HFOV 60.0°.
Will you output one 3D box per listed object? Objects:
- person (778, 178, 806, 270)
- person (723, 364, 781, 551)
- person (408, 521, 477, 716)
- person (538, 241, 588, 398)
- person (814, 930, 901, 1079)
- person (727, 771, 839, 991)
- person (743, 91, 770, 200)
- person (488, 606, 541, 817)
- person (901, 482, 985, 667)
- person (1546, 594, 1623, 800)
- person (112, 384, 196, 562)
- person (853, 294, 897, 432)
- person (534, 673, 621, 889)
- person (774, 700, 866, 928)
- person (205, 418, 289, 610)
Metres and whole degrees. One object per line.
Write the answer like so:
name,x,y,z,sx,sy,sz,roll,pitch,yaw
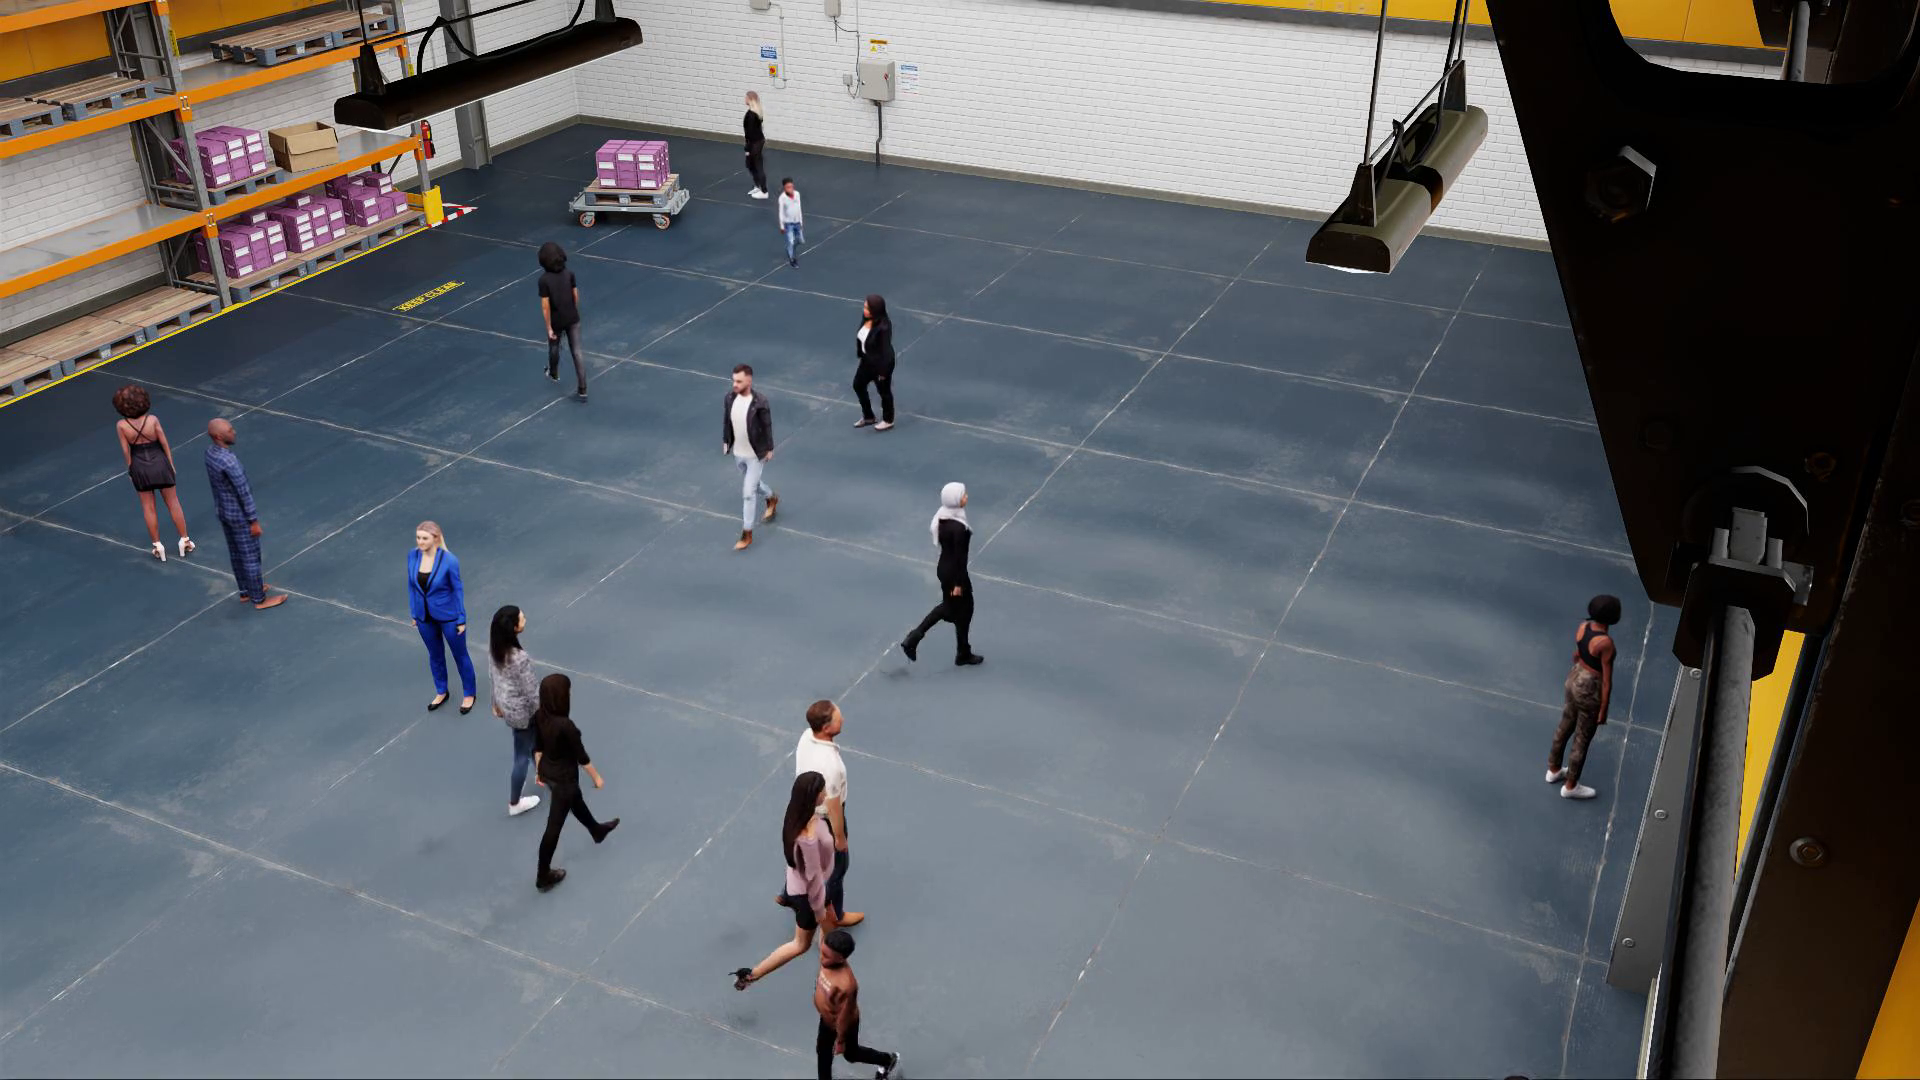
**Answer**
person,-2.362,-4.447,23.173,0.707,1.251,0.743,-15,32,-25
person,-1.984,-0.879,16.049,0.698,1.810,1.143,15,32,26
person,-4.193,0.610,13.433,0.668,1.701,0.625,6,29,10
person,-4.498,-2.489,19.021,1.179,1.790,1.108,-17,33,-28
person,-0.650,2.824,9.859,0.935,1.237,0.828,-13,31,-23
person,-1.045,2.234,10.371,1.059,1.782,1.069,-6,29,-11
person,-3.073,-6.107,25.771,0.777,1.677,0.641,3,29,5
person,-3.315,1.279,12.199,0.785,1.708,0.916,24,36,36
person,-0.140,0.331,13.881,1.042,1.762,0.966,-10,30,-18
person,4.683,1.147,12.451,0.718,1.699,0.636,-7,29,-12
person,-7.597,-0.637,15.630,0.639,1.787,0.707,-12,31,-21
person,-0.841,-1.960,18.251,0.829,1.599,0.800,-20,35,-32
person,-2.834,1.701,11.537,0.784,1.601,1.105,23,36,36
person,-0.990,1.848,11.020,0.989,1.839,0.935,-9,30,-15
person,-6.468,-0.241,14.871,0.726,1.818,0.708,23,36,35
